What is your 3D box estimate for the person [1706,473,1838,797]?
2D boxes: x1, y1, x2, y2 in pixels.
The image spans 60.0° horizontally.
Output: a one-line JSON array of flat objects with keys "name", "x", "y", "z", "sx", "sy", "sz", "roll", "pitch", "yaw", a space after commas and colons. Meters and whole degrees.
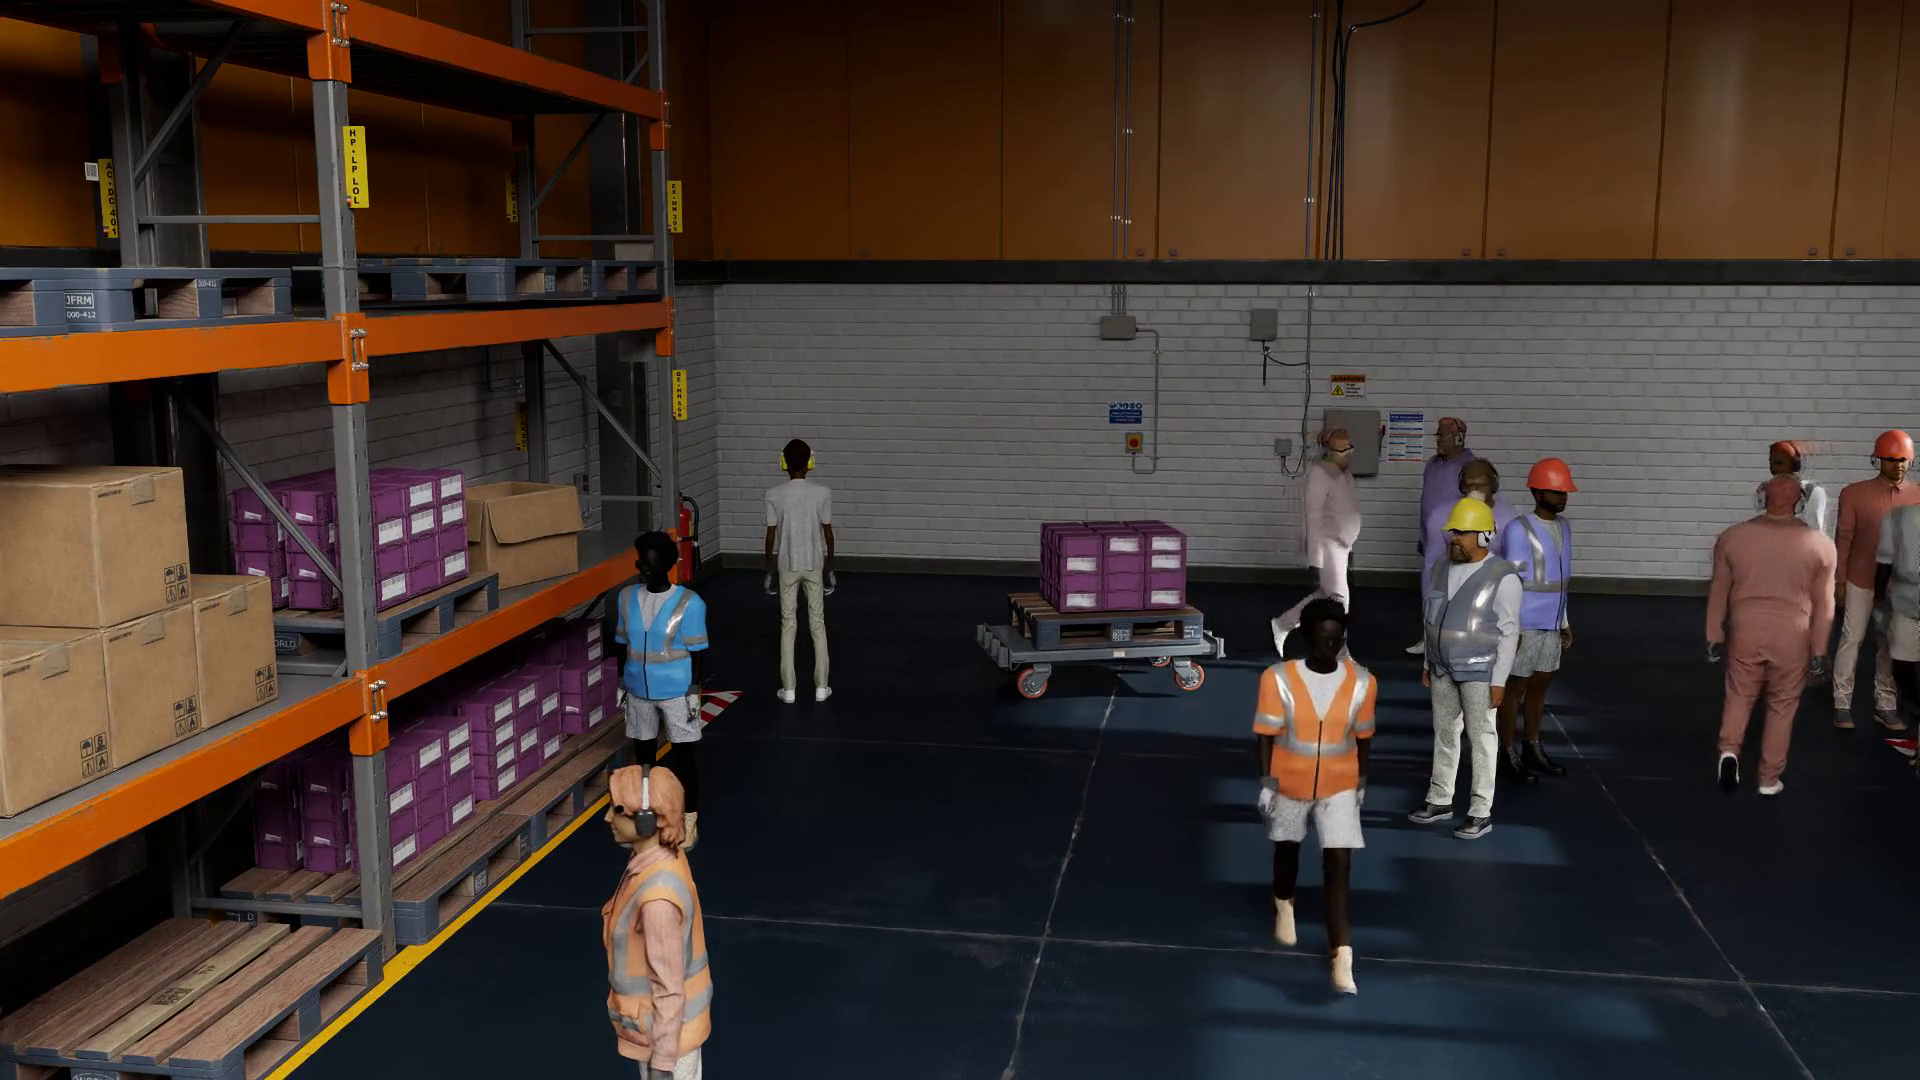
[{"name": "person", "x": 4.589, "y": 0.568, "z": 9.467, "sx": 0.652, "sy": 1.892, "sz": 0.591, "roll": 6, "pitch": 11, "yaw": 34}]

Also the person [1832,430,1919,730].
[{"name": "person", "x": 6.089, "y": 0.266, "z": 10.997, "sx": 0.608, "sy": 1.995, "sz": 0.377, "roll": 1, "pitch": 9, "yaw": 6}]

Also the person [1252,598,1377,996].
[{"name": "person", "x": 1.524, "y": 1.057, "z": 7.180, "sx": 0.536, "sy": 1.649, "sz": 0.889, "roll": 1, "pitch": 9, "yaw": 5}]

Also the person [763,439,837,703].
[{"name": "person", "x": -1.124, "y": 0.218, "z": 11.698, "sx": 0.509, "sy": 1.865, "sz": 0.329, "roll": -2, "pitch": 9, "yaw": -9}]

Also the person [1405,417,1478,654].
[{"name": "person", "x": 3.776, "y": -0.002, "z": 12.918, "sx": 0.401, "sy": 1.910, "sz": 0.641, "roll": -4, "pitch": 10, "yaw": -23}]

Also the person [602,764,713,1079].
[{"name": "person", "x": -0.873, "y": 1.442, "z": 4.830, "sx": 0.314, "sy": 1.642, "sz": 0.514, "roll": -2, "pitch": 9, "yaw": -12}]

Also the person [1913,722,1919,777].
[{"name": "person", "x": 4.605, "y": 1.037, "z": 7.439, "sx": 0.513, "sy": 1.606, "sz": 0.768, "roll": 3, "pitch": 10, "yaw": 17}]

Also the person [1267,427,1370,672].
[{"name": "person", "x": 2.722, "y": 0.069, "z": 12.575, "sx": 0.757, "sy": 1.878, "sz": 0.657, "roll": 5, "pitch": 10, "yaw": 28}]

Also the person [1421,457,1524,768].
[{"name": "person", "x": 3.221, "y": 0.411, "z": 10.377, "sx": 0.657, "sy": 1.910, "sz": 0.728, "roll": 4, "pitch": 10, "yaw": 22}]

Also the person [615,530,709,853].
[{"name": "person", "x": -1.569, "y": 0.787, "z": 8.699, "sx": 0.535, "sy": 1.697, "sz": 0.318, "roll": 3, "pitch": 10, "yaw": 18}]

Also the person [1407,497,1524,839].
[{"name": "person", "x": 2.708, "y": 0.679, "z": 8.951, "sx": 0.403, "sy": 1.833, "sz": 0.586, "roll": -6, "pitch": 11, "yaw": -32}]

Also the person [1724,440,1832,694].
[{"name": "person", "x": 5.967, "y": 0.193, "z": 11.947, "sx": 0.956, "sy": 1.849, "sz": 0.581, "roll": -6, "pitch": 11, "yaw": -31}]

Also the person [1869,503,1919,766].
[{"name": "person", "x": 6.051, "y": 0.405, "z": 10.339, "sx": 0.656, "sy": 1.932, "sz": 0.697, "roll": 8, "pitch": 12, "yaw": 40}]

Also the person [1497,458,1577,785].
[{"name": "person", "x": 3.449, "y": 0.475, "z": 9.880, "sx": 0.542, "sy": 1.939, "sz": 0.362, "roll": -6, "pitch": 11, "yaw": -35}]
